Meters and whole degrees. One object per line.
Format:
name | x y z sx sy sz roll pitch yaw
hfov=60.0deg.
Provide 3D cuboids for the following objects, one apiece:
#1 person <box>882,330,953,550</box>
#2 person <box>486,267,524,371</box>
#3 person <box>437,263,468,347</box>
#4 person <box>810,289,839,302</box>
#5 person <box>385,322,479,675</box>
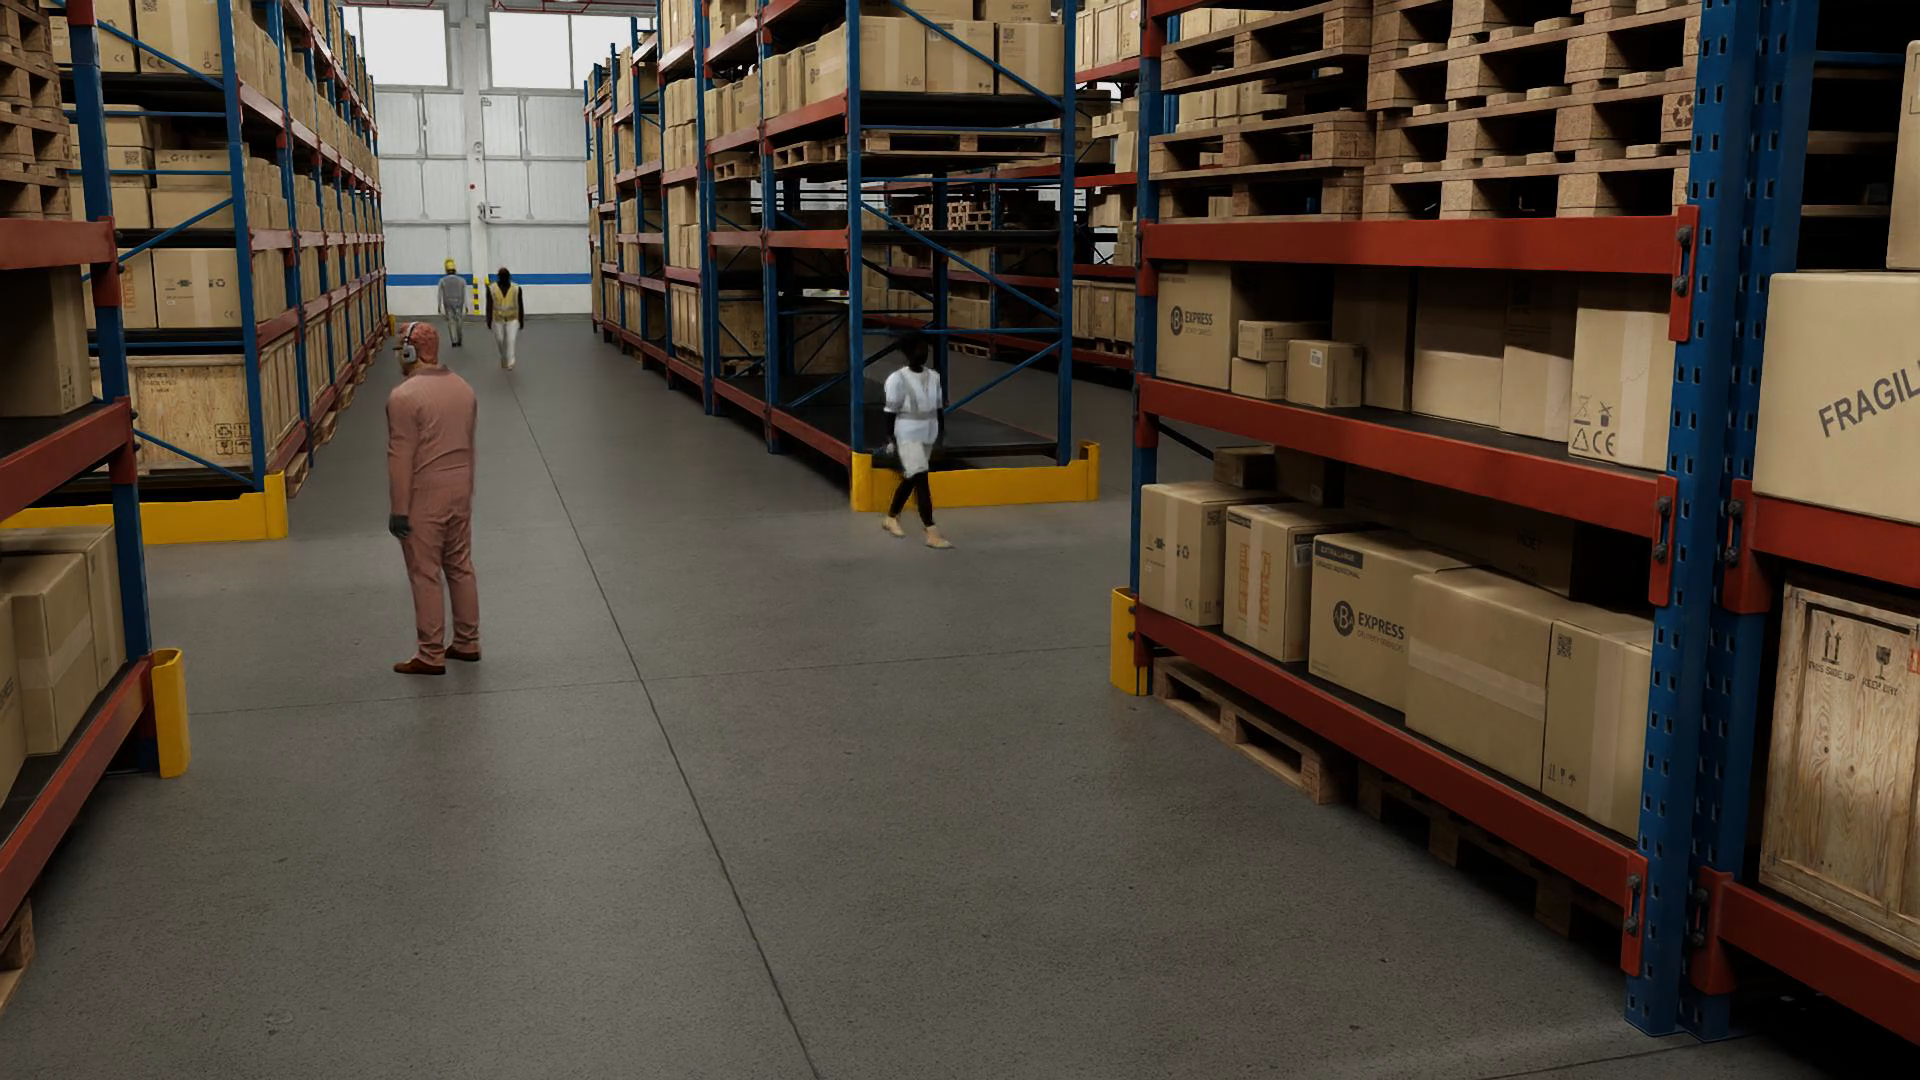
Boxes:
person | -0.356 -0.786 12.738 0.850 1.656 0.536 10 14 42
person | -8.045 -3.911 29.423 0.637 1.824 0.783 -3 11 -14
person | -10.829 -5.006 35.500 0.615 1.800 0.777 -5 11 -23
person | -2.300 -3.693 28.376 0.522 1.768 0.312 -3 11 -18
person | -2.876 -0.227 9.017 0.398 1.899 0.647 4 11 19
